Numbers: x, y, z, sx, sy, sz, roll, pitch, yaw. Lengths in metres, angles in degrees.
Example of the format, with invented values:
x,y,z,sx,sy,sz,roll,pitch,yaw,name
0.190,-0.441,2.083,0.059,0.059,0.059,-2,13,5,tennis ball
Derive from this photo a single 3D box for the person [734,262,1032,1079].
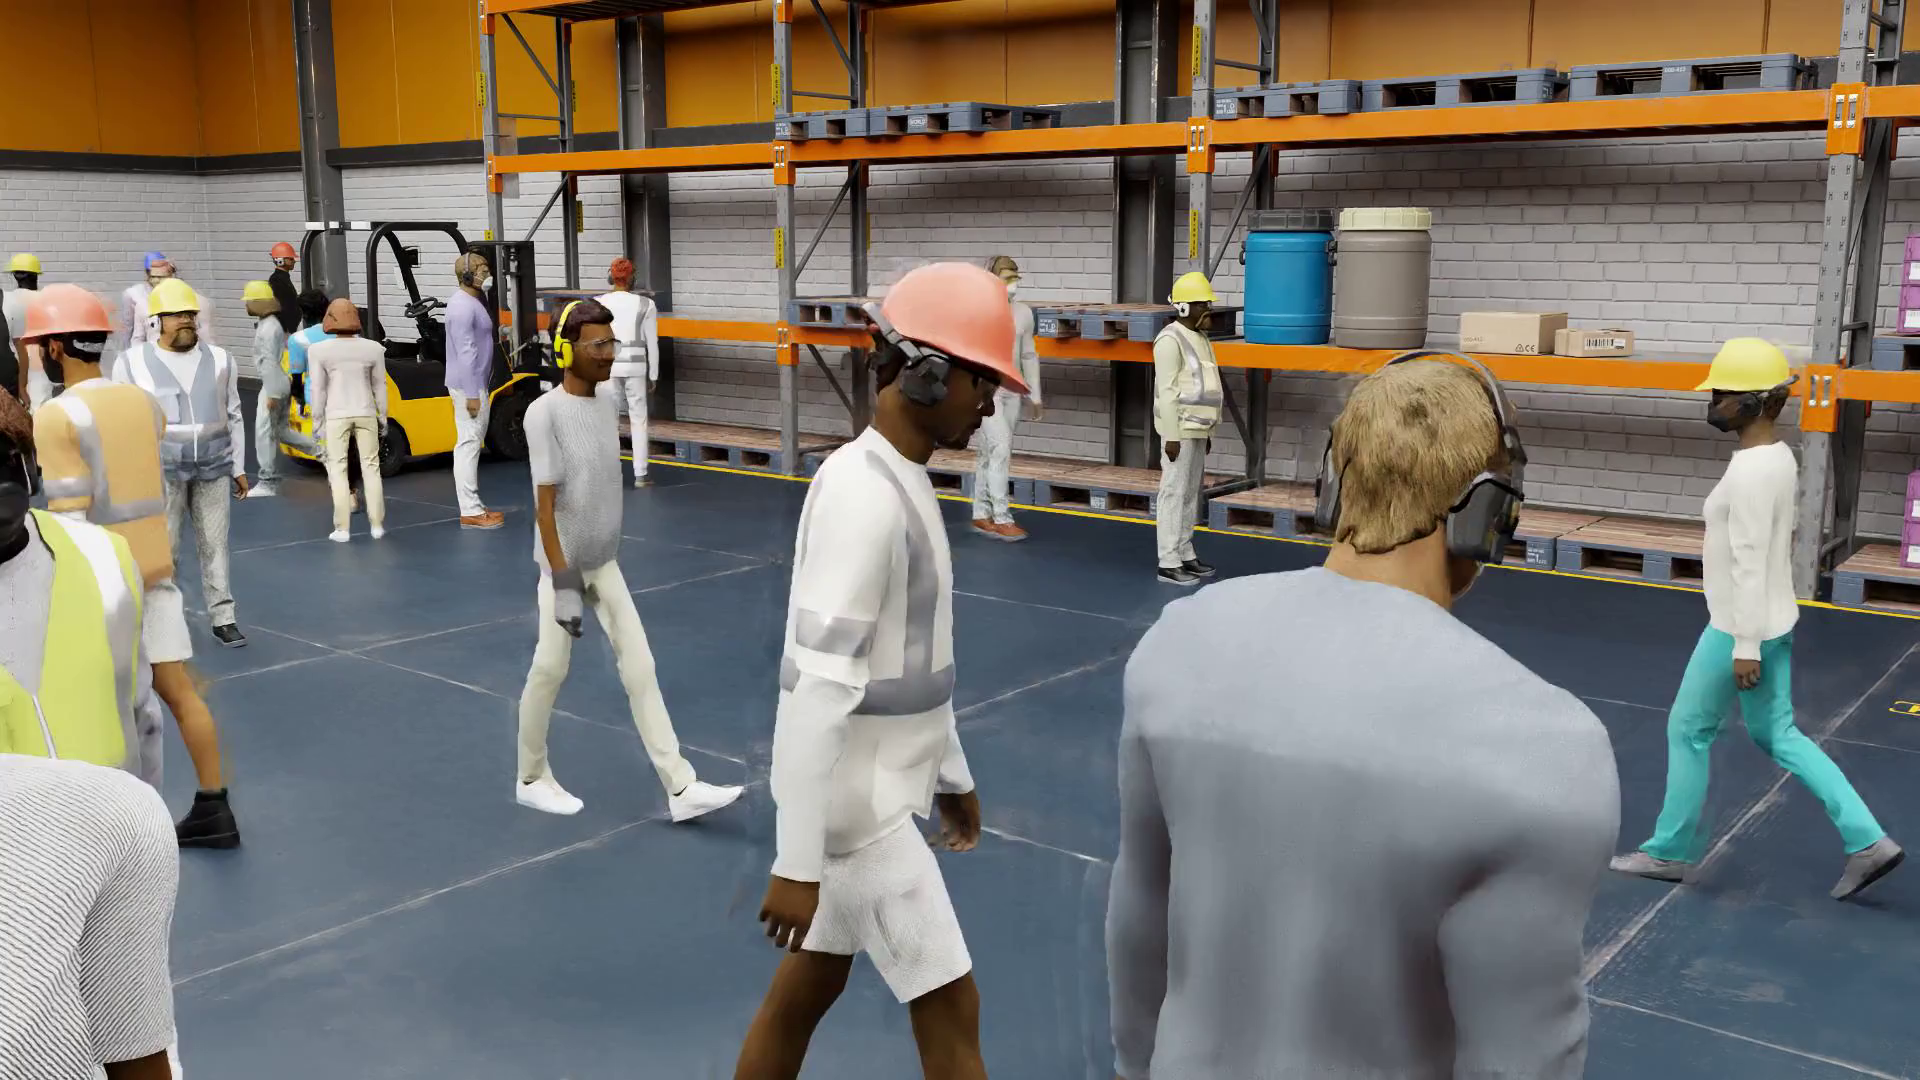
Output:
x,y,z,sx,sy,sz,roll,pitch,yaw,name
-0.072,0.485,3.121,1.006,1.972,0.686,0,10,1,person

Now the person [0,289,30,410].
x,y,z,sx,sy,sz,roll,pitch,yaw,name
-6.849,-1.078,11.601,0.682,2.000,0.537,-7,12,-33,person

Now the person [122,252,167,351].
x,y,z,sx,sy,sz,roll,pitch,yaw,name
-7.948,-1.899,16.557,0.620,1.884,1.032,-8,13,-39,person

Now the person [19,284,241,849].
x,y,z,sx,sy,sz,roll,pitch,yaw,name
-2.851,0.103,5.512,0.974,1.878,0.541,3,11,17,person

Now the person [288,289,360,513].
x,y,z,sx,sy,sz,roll,pitch,yaw,name
-4.720,-1.043,12.461,0.572,1.650,0.765,-7,12,-34,person

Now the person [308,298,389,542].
x,y,z,sx,sy,sz,roll,pitch,yaw,name
-4.104,-0.801,11.217,0.540,1.636,0.326,-6,12,-32,person

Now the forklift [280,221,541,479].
x,y,z,sx,sy,sz,roll,pitch,yaw,name
-4.922,-1.741,14.854,1.214,2.155,2.313,8,13,38,forklift

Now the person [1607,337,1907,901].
x,y,z,sx,sy,sz,roll,pitch,yaw,name
2.473,0.256,5.067,0.815,1.743,0.540,7,12,34,person

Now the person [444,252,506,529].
x,y,z,sx,sy,sz,roll,pitch,yaw,name
-3.434,-1.048,11.738,0.379,1.933,0.629,-2,10,-11,person

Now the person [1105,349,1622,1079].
x,y,z,sx,sy,sz,roll,pitch,yaw,name
0.348,0.742,1.908,0.829,1.906,0.682,-9,14,-42,person

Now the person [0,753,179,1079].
x,y,z,sx,sy,sz,roll,pitch,yaw,name
-0.944,0.830,1.513,0.512,1.870,0.328,-5,12,-27,person

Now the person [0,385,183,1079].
x,y,z,sx,sy,sz,roll,pitch,yaw,name
-1.533,0.637,2.761,0.920,1.799,0.649,7,13,35,person

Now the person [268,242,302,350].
x,y,z,sx,sy,sz,roll,pitch,yaw,name
-7.737,-2.412,19.125,0.377,1.995,0.608,-3,11,-15,person

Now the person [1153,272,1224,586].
x,y,z,sx,sy,sz,roll,pitch,yaw,name
1.358,-0.662,9.867,0.403,1.835,0.588,5,11,27,person

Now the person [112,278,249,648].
x,y,z,sx,sy,sz,roll,pitch,yaw,name
-3.798,-0.354,8.157,0.596,1.837,0.404,-8,13,-39,person

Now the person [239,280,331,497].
x,y,z,sx,sy,sz,roll,pitch,yaw,name
-5.361,-1.202,13.202,0.720,1.712,0.487,-4,11,-20,person

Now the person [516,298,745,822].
x,y,z,sx,sy,sz,roll,pitch,yaw,name
-1.217,0.101,5.674,0.966,1.818,0.542,5,11,25,person

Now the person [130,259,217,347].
x,y,z,sx,sy,sz,roll,pitch,yaw,name
-6.669,-1.423,14.015,0.675,1.851,0.977,1,10,8,person

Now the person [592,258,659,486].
x,y,z,sx,sy,sz,roll,pitch,yaw,name
-2.763,-1.368,13.682,0.578,1.877,0.350,-2,10,-9,person

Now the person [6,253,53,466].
x,y,z,sx,sy,sz,roll,pitch,yaw,name
-8.041,-1.525,14.447,0.604,1.910,0.418,2,10,10,person

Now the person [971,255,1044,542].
x,y,z,sx,sy,sz,roll,pitch,yaw,name
0.327,-0.941,11.198,0.658,1.909,0.811,-10,14,-43,person
